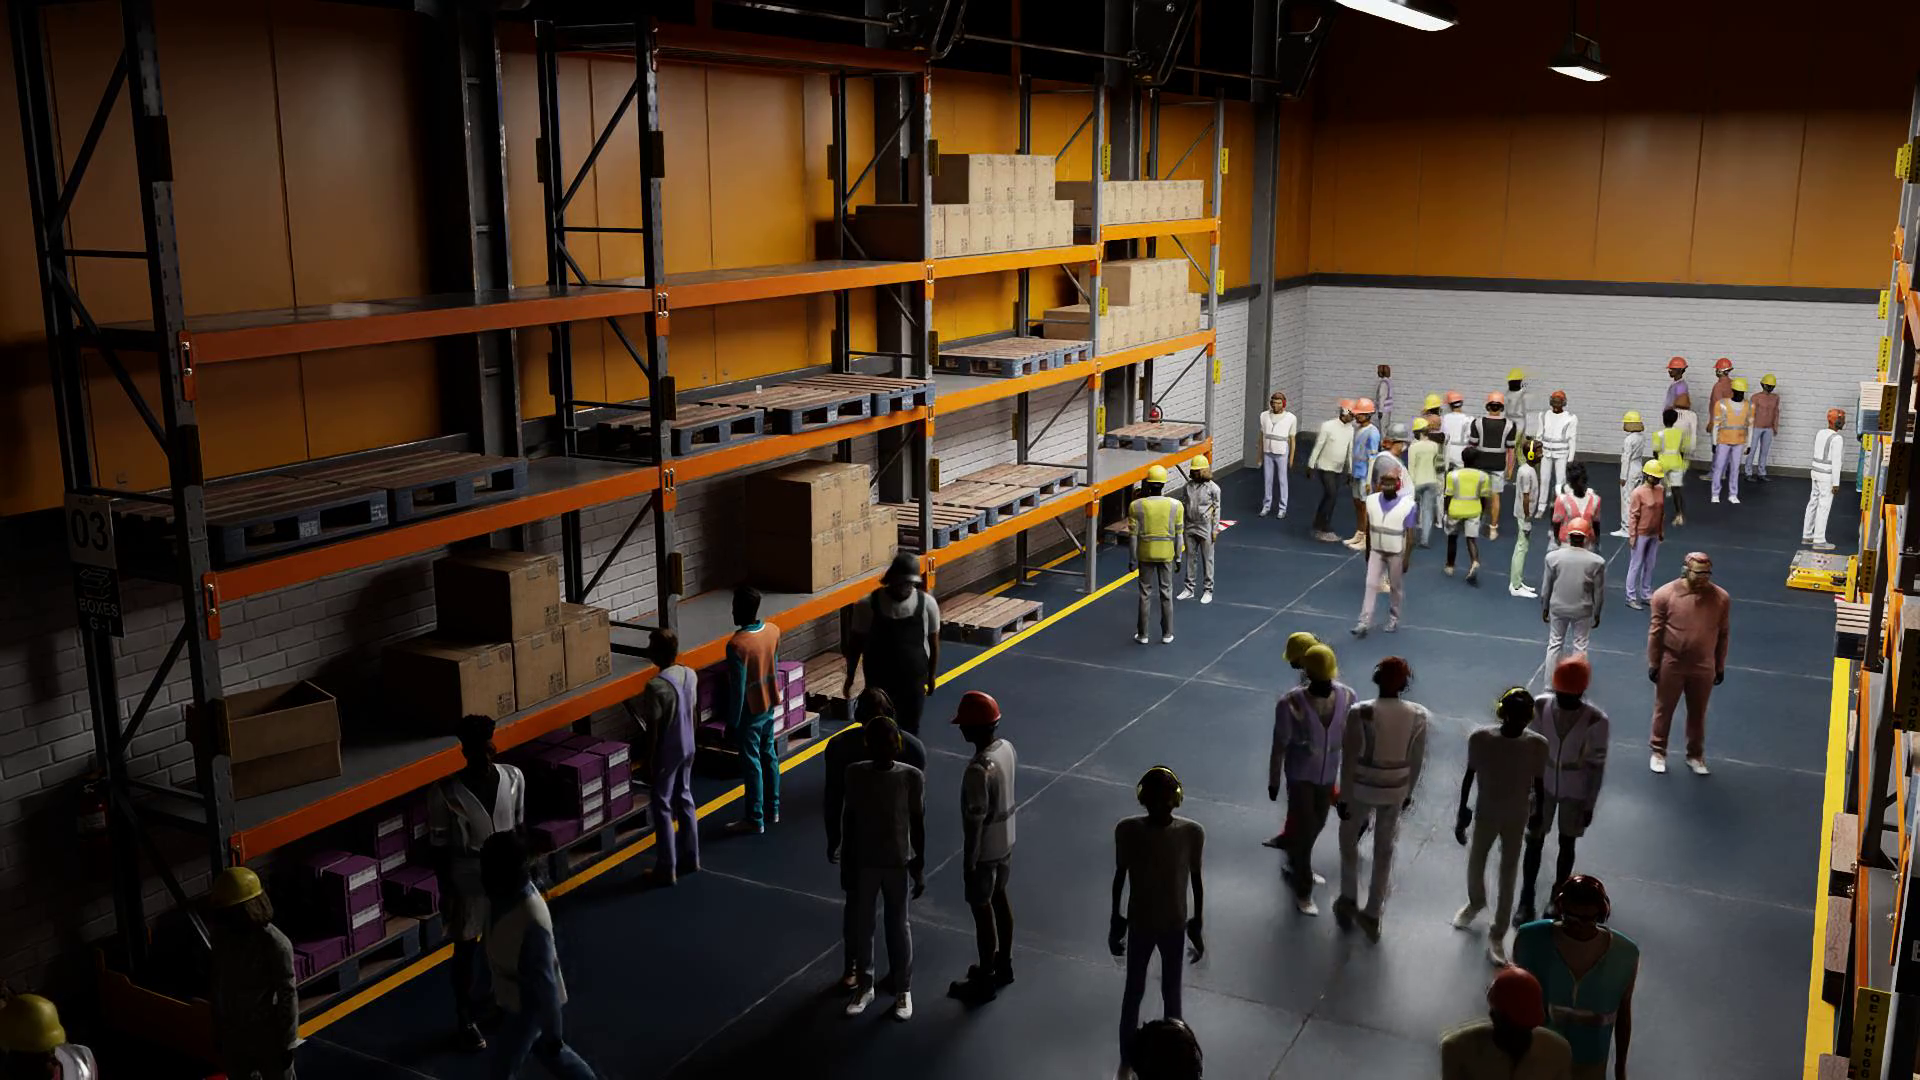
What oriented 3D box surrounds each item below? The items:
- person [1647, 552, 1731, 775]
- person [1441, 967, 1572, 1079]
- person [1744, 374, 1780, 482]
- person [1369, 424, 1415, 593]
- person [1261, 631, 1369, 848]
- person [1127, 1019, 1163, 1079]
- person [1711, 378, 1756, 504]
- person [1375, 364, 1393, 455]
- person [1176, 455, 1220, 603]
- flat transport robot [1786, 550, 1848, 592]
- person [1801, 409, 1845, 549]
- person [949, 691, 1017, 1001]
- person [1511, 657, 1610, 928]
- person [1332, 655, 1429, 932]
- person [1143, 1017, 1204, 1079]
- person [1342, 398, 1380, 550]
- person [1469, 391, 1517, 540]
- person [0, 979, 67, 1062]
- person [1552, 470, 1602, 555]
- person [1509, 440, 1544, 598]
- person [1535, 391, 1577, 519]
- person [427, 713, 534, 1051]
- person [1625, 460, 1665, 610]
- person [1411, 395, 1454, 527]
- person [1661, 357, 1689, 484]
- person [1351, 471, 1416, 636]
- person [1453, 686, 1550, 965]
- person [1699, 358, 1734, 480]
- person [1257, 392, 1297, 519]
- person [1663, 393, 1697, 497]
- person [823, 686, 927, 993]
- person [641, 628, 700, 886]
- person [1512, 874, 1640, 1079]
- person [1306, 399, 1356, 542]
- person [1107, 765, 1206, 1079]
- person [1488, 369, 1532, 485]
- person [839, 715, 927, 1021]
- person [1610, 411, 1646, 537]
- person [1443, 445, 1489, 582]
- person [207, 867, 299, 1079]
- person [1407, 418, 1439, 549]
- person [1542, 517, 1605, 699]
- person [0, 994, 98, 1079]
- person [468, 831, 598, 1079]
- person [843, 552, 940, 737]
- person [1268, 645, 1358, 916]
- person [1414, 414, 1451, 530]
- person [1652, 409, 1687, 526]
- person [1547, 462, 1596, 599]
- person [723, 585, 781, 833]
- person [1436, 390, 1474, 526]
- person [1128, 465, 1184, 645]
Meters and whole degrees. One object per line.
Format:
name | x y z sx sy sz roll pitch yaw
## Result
person | 6.052 1.027 13.847 0.637 1.900 0.398 2 13 7
person | 2.334 2.587 7.244 0.573 1.726 0.748 0 13 0
person | 12.955 -1.804 26.823 0.524 1.762 0.340 -2 13 -10
person | 5.160 -0.397 19.888 0.535 2.000 0.688 4 13 17
person | 2.624 1.490 12.178 0.705 1.722 0.553 4 13 19
person | 0.765 2.725 6.686 0.542 1.695 0.316 5 14 23
person | 11.652 -1.495 25.087 0.601 1.920 0.405 2 13 8
person | 7.435 -2.265 29.185 0.319 1.631 0.514 5 13 20
person | 2.778 -0.129 19.359 0.493 1.742 0.322 9 16 36
flat transport robot | 10.590 0.372 20.439 0.652 0.197 1.431 7 15 30
person | 11.530 -0.817 22.152 0.355 1.876 0.574 0 13 -1
person | 0.135 1.844 10.111 0.387 1.929 0.543 6 14 24
person | 3.964 1.663 10.995 0.547 1.894 0.685 7 14 29
person | 2.767 1.655 11.092 0.594 1.867 0.583 -1 13 -6
person | 0.837 2.713 6.421 0.560 1.830 0.550 3 13 15
person | 5.319 -0.870 22.031 0.398 2.039 0.610 -2 13 -8
person | 7.233 -1.011 22.671 0.613 2.031 0.410 4 13 15
person | -3.895 2.624 6.797 0.565 1.846 0.390 -11 17 -40
person | 6.986 0.011 18.915 0.563 1.663 0.568 0 13 1
person | 6.715 -0.262 19.668 0.329 1.872 0.507 3 13 15
person | 8.553 -1.216 23.923 0.577 1.879 0.352 10 16 39
person | -2.745 1.939 9.594 0.368 1.966 0.603 12 17 43
person | 7.870 -0.064 19.049 0.527 1.752 0.338 -7 14 -28
person | 6.722 -1.151 23.671 0.616 1.870 1.017 6 14 26
person | 11.441 -1.919 26.695 0.376 2.044 0.607 4 13 16
person | 4.555 0.165 17.878 0.584 1.804 0.911 9 16 36
person | 3.467 1.763 10.693 0.547 1.837 0.632 4 13 17
person | 12.302 -1.950 26.942 0.611 1.996 0.379 -10 16 -39
person | 4.590 -1.230 24.085 0.560 1.836 0.394 9 15 34
person | 11.038 -1.452 25.558 0.574 1.617 0.357 11 17 41
person | -0.520 1.824 10.173 0.635 1.939 0.366 0 13 -1
person | -2.046 1.521 11.776 0.339 1.833 0.522 7 14 29
person | 2.838 2.409 7.782 0.563 1.837 0.389 3 13 14
person | 5.101 -0.949 22.599 0.692 1.930 0.711 -9 16 -36
person | 1.071 2.110 9.053 0.533 1.868 0.310 1 13 6
person | 8.732 -1.770 26.386 0.960 1.881 0.593 -2 13 -8
person | -0.459 1.931 9.851 0.532 1.870 0.319 2 13 9
person | 9.204 -0.909 22.877 0.486 1.738 0.320 -11 17 -40
person | 6.207 -0.318 20.385 0.536 1.668 0.731 1 13 4
person | -3.422 2.399 8.040 0.491 1.743 0.295 4 13 18
person | 6.122 -0.758 22.209 0.534 1.738 0.583 -5 14 -22
person | 5.852 0.643 15.901 0.566 1.744 0.350 7 14 29
person | -3.663 2.661 6.681 0.403 1.826 0.592 7 14 28
person | -2.128 2.290 8.263 1.003 1.872 0.602 -7 14 -27
person | -0.548 1.064 13.346 0.786 2.000 0.612 -1 13 -3
person | 2.388 1.575 11.437 0.605 1.889 0.701 -4 13 -18
person | 6.605 -0.950 23.273 0.522 1.636 0.310 -3 13 -11
person | 10.083 -1.041 23.669 0.534 1.644 0.905 -1 13 -4
person | 7.081 -0.083 19.285 0.543 1.682 0.371 7 14 29
person | -1.572 1.283 12.639 0.392 1.920 0.588 6 14 25
person | 7.028 -1.169 23.627 0.552 1.924 0.403 9 15 34
person | 2.068 0.162 17.639 0.586 1.928 0.365 0 13 0
